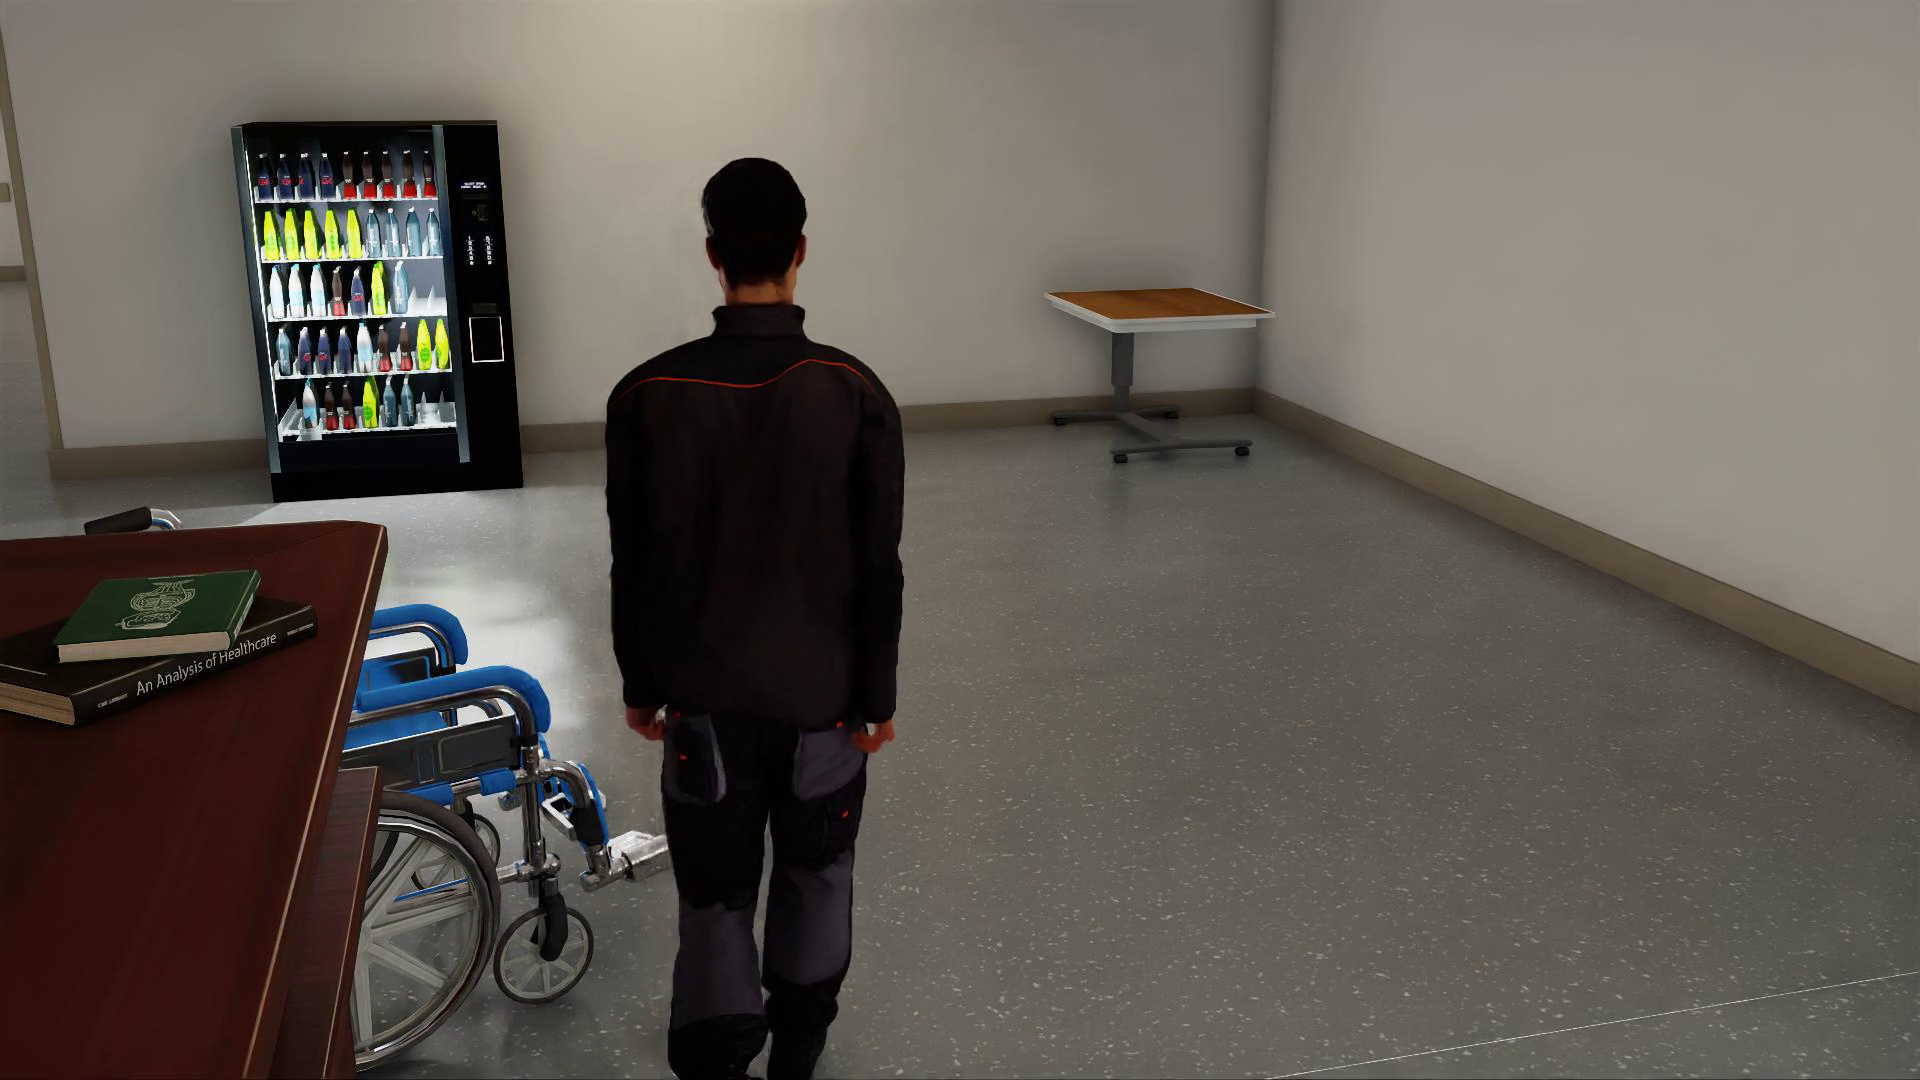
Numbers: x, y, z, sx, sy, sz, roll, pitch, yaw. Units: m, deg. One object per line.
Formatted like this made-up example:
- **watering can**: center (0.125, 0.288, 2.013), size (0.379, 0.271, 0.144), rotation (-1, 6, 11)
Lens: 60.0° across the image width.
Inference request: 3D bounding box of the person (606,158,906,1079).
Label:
- **person**: center (-0.381, 0.301, 3.068), size (1.126, 1.914, 0.912), rotation (0, 16, -2)
